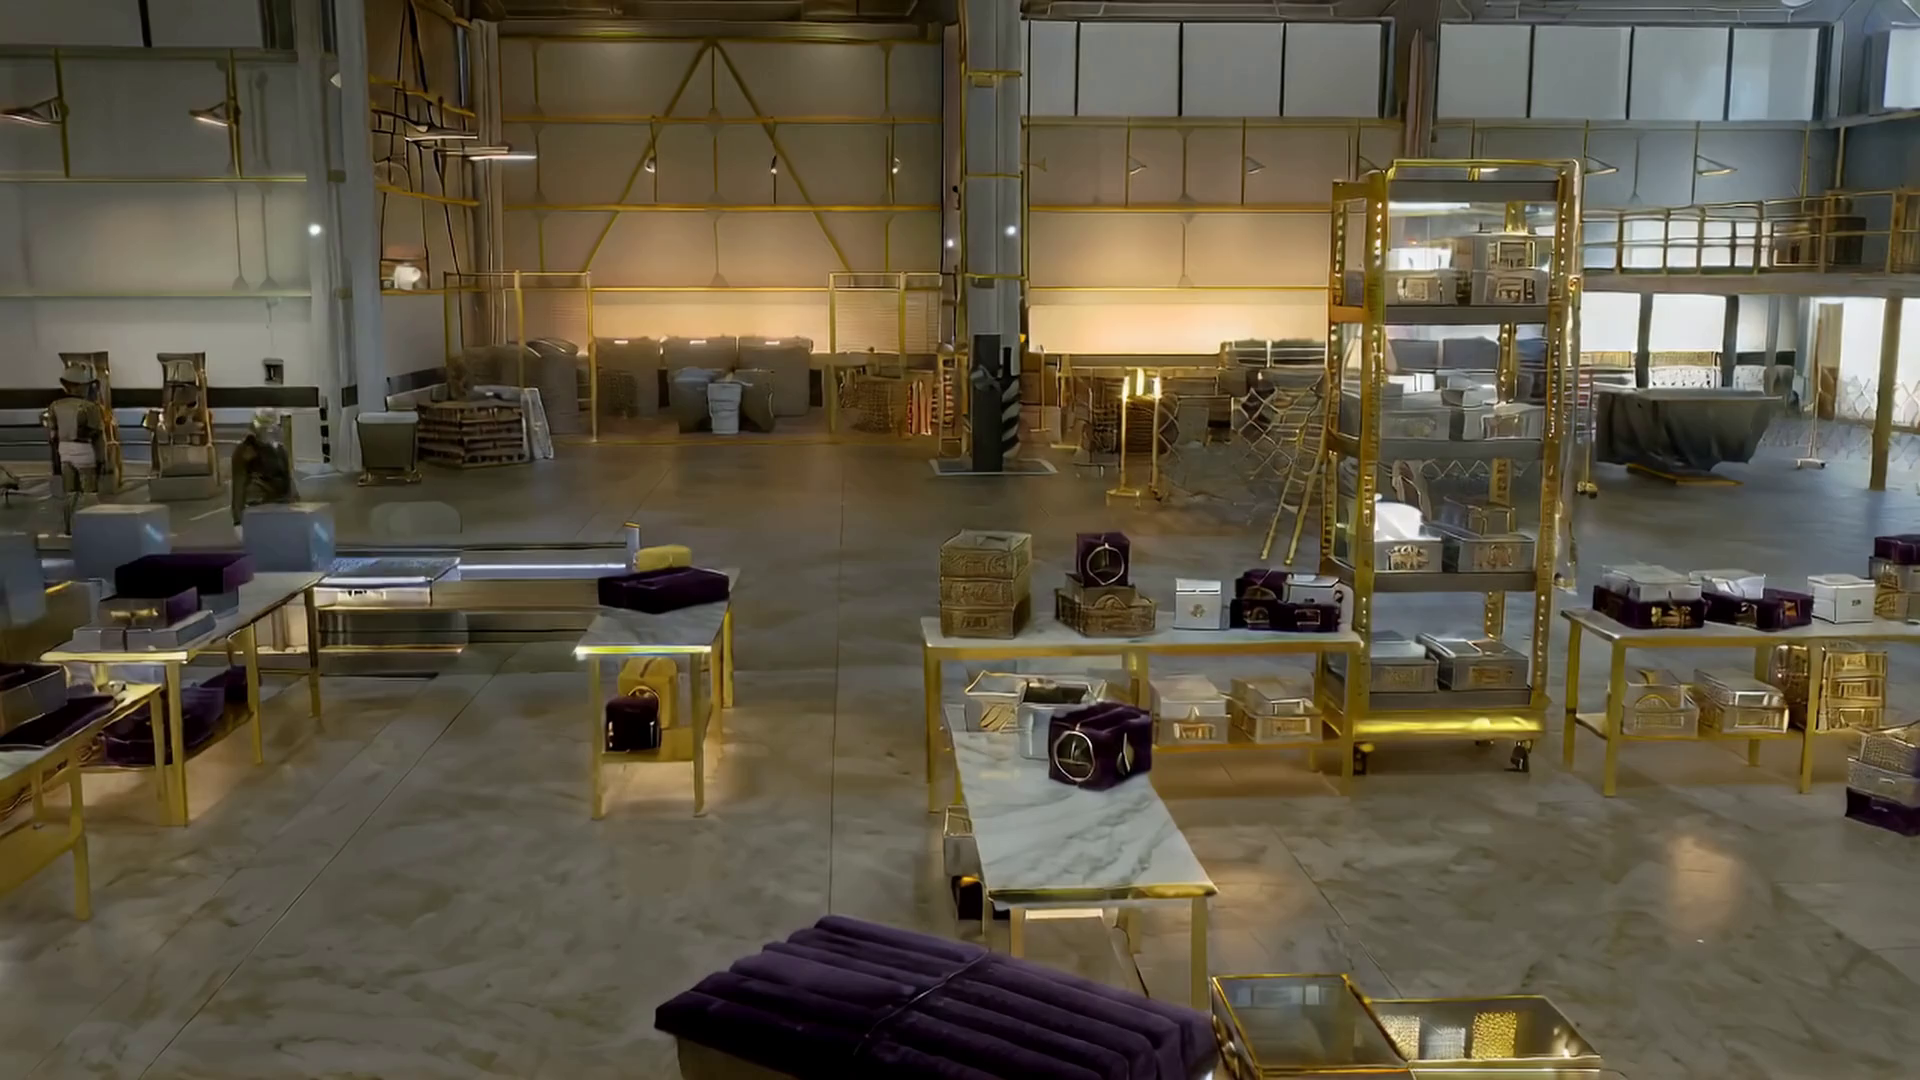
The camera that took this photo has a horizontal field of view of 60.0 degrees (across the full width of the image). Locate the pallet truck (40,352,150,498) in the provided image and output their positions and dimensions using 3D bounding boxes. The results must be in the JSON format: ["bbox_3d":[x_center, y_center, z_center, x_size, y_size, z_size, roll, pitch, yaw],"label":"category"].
[{"bbox_3d":[-11.907,-1.642,23.165,0.823,1.965,1.885,0,9,0],"label":"pallet truck"}]

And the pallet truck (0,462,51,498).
[{"bbox_3d":[-13.193,-1.293,23.148,0.653,1.274,1.630,-1,9,-4],"label":"pallet truck"}]

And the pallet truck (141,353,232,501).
[{"bbox_3d":[-10.520,-1.604,22.925,0.823,1.965,1.885,-1,9,-6],"label":"pallet truck"}]

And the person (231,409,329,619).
[{"bbox_3d":[-6.020,-0.220,14.658,0.976,1.852,0.676,1,9,8],"label":"person"}]

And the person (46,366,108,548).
[{"bbox_3d":[-9.649,-0.883,18.254,0.614,2.042,0.373,1,9,9],"label":"person"}]
